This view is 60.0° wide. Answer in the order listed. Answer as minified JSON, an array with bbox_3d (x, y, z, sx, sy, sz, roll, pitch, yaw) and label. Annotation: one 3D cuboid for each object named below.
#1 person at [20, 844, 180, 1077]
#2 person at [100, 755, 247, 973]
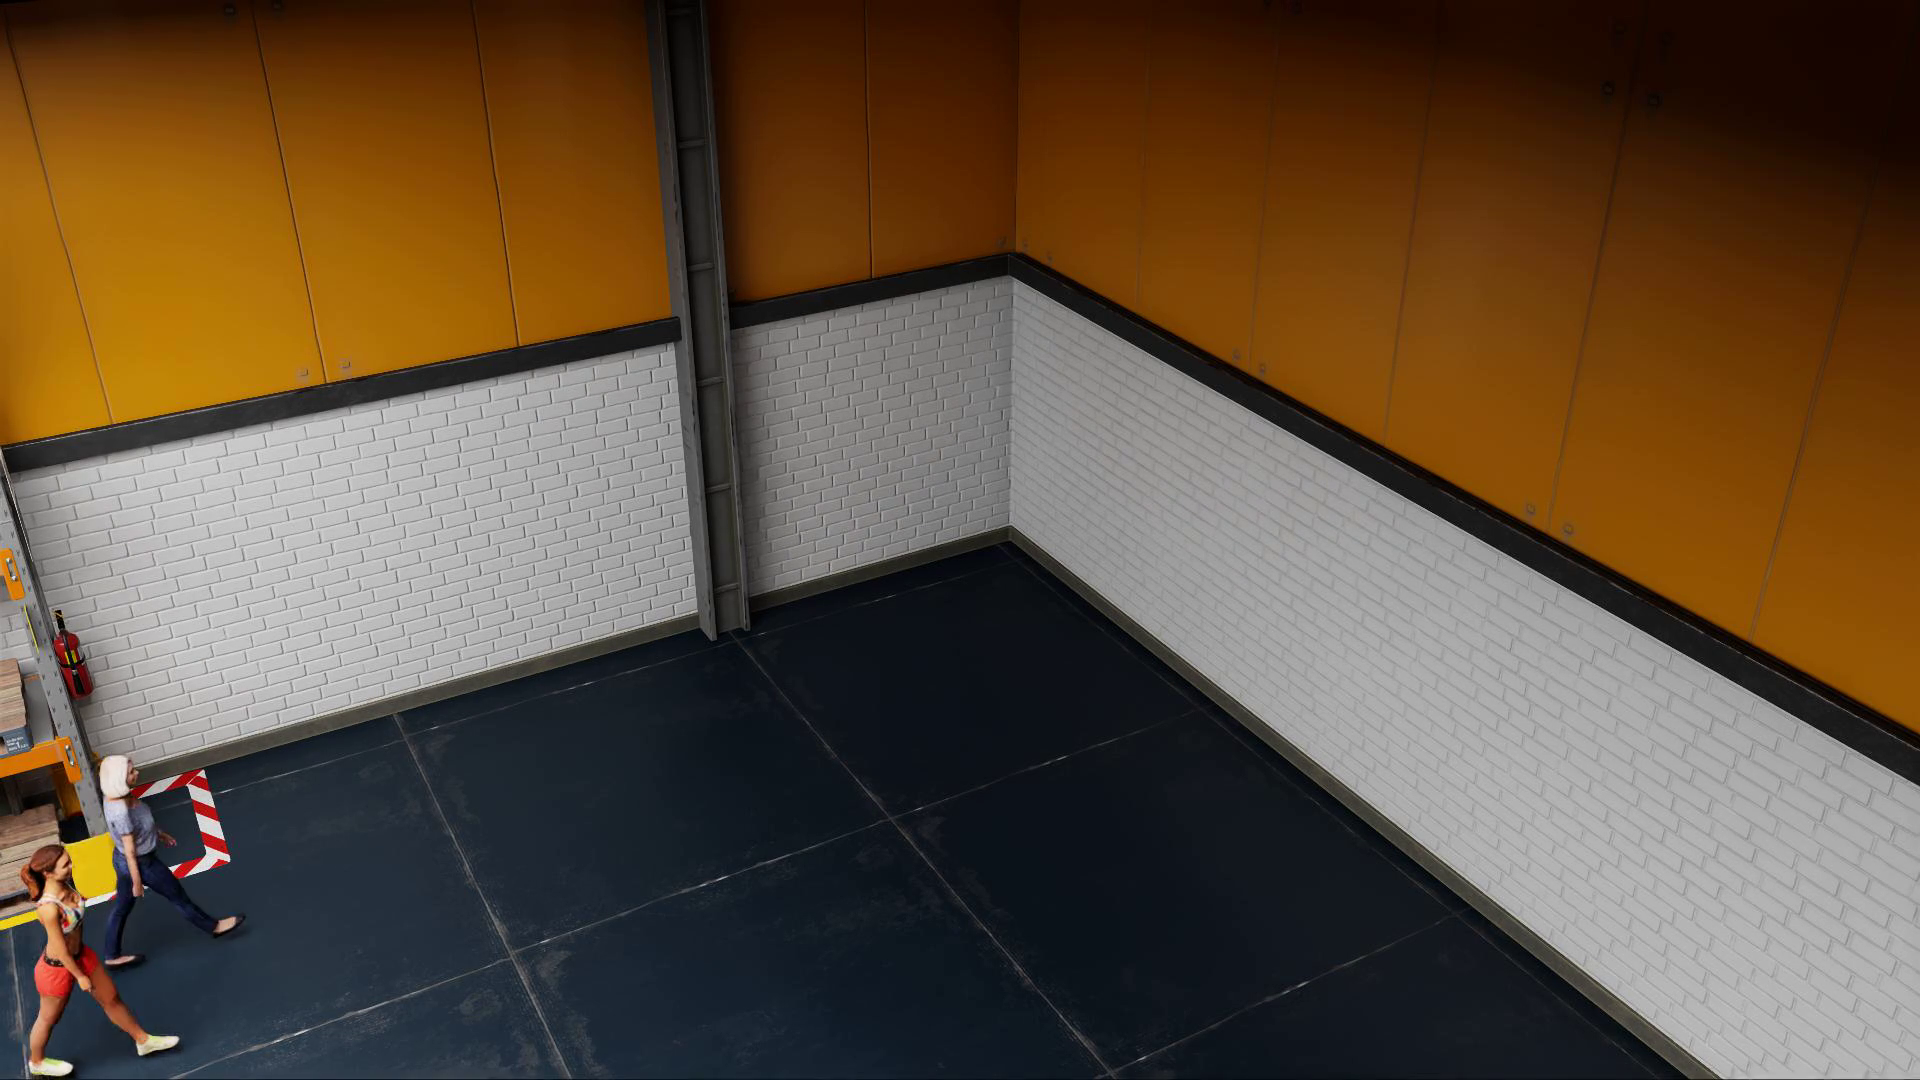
[{"bbox_3d":[-5.573,2.642,10.218,1.182,1.736,0.841,-4,29,-8],"label":"person"},{"bbox_3d":[-5.588,2.196,11.108,1.153,1.666,0.640,-18,34,-30],"label":"person"}]
